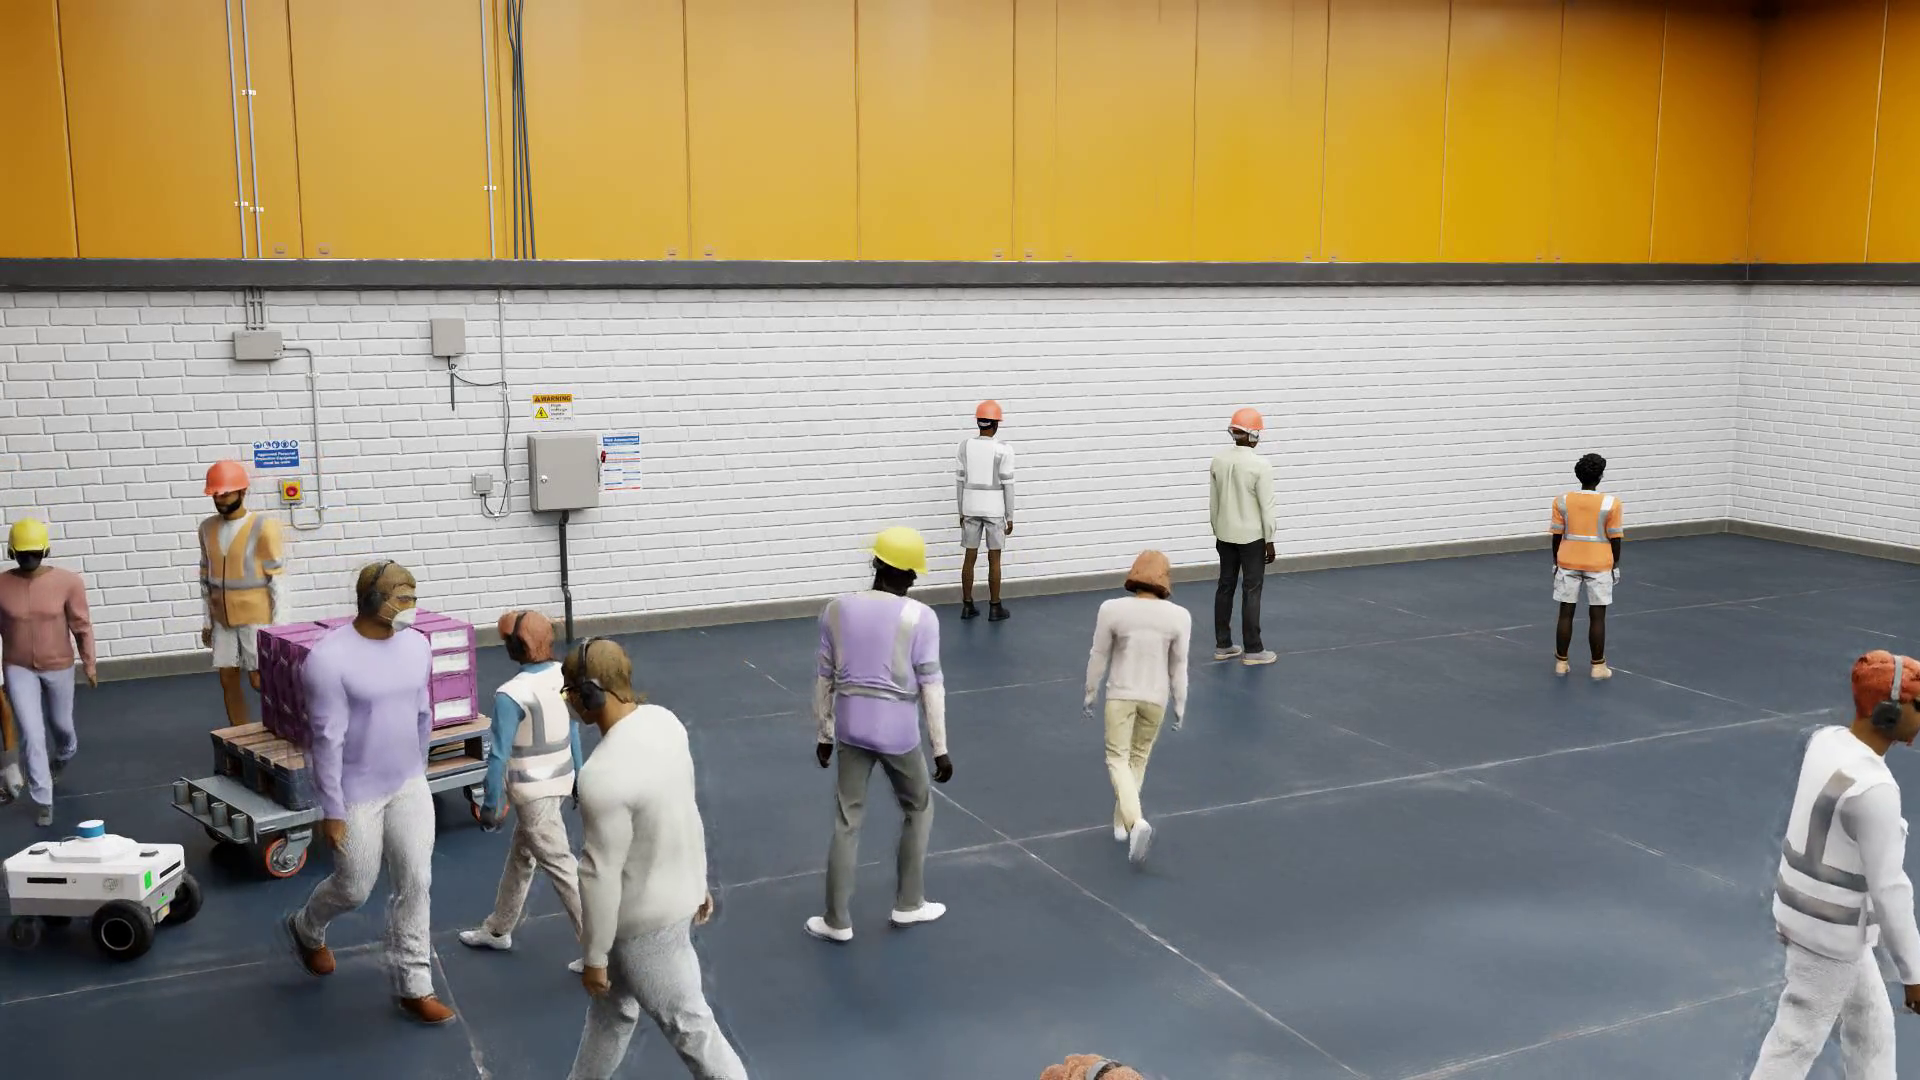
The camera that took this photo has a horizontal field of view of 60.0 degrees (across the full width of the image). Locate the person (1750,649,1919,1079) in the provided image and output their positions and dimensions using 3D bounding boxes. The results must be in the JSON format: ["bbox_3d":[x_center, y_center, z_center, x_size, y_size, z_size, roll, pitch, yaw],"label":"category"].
[{"bbox_3d":[2.918,1.263,5.295,0.843,1.850,0.601,3,10,18],"label":"person"}]

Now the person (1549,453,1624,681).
[{"bbox_3d":[4.661,0.199,12.396,0.531,1.698,0.320,7,11,36],"label":"person"}]

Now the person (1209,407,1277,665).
[{"bbox_3d":[2.202,-0.032,12.907,0.376,1.996,0.612,-8,12,-41],"label":"person"}]

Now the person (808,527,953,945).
[{"bbox_3d":[-0.345,0.881,7.577,0.680,1.879,0.596,4,10,21],"label":"person"}]

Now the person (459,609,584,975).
[{"bbox_3d":[-1.836,1.086,7.206,0.856,1.592,0.532,3,10,17],"label":"person"}]

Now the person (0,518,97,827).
[{"bbox_3d":[-5.168,0.683,9.379,0.533,1.716,0.815,-5,10,-26],"label":"person"}]

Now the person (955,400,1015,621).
[{"bbox_3d":[0.230,-0.255,14.503,0.540,1.929,0.380,3,10,19],"label":"person"}]

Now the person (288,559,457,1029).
[{"bbox_3d":[-2.436,1.005,6.799,0.857,1.899,0.630,6,11,33],"label":"person"}]

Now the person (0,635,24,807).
[{"bbox_3d":[-4.360,0.968,7.174,0.545,1.845,0.433,-5,10,-26],"label":"person"}]

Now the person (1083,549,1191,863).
[{"bbox_3d":[0.934,0.857,8.651,0.550,1.597,0.707,0,9,-2],"label":"person"}]

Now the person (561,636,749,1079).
[{"bbox_3d":[-1.071,1.226,5.495,1.060,1.863,0.673,1,9,7],"label":"person"}]

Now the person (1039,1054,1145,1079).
[{"bbox_3d":[0.205,1.729,3.167,0.807,1.599,0.545,9,12,43],"label":"person"}]

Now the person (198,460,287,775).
[{"bbox_3d":[-4.349,0.447,10.186,0.558,1.916,0.639,3,9,15],"label":"person"}]

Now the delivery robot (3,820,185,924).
[{"bbox_3d":[-3.905,1.509,7.510,0.707,0.478,0.477,1,9,3],"label":"delivery robot"}]
